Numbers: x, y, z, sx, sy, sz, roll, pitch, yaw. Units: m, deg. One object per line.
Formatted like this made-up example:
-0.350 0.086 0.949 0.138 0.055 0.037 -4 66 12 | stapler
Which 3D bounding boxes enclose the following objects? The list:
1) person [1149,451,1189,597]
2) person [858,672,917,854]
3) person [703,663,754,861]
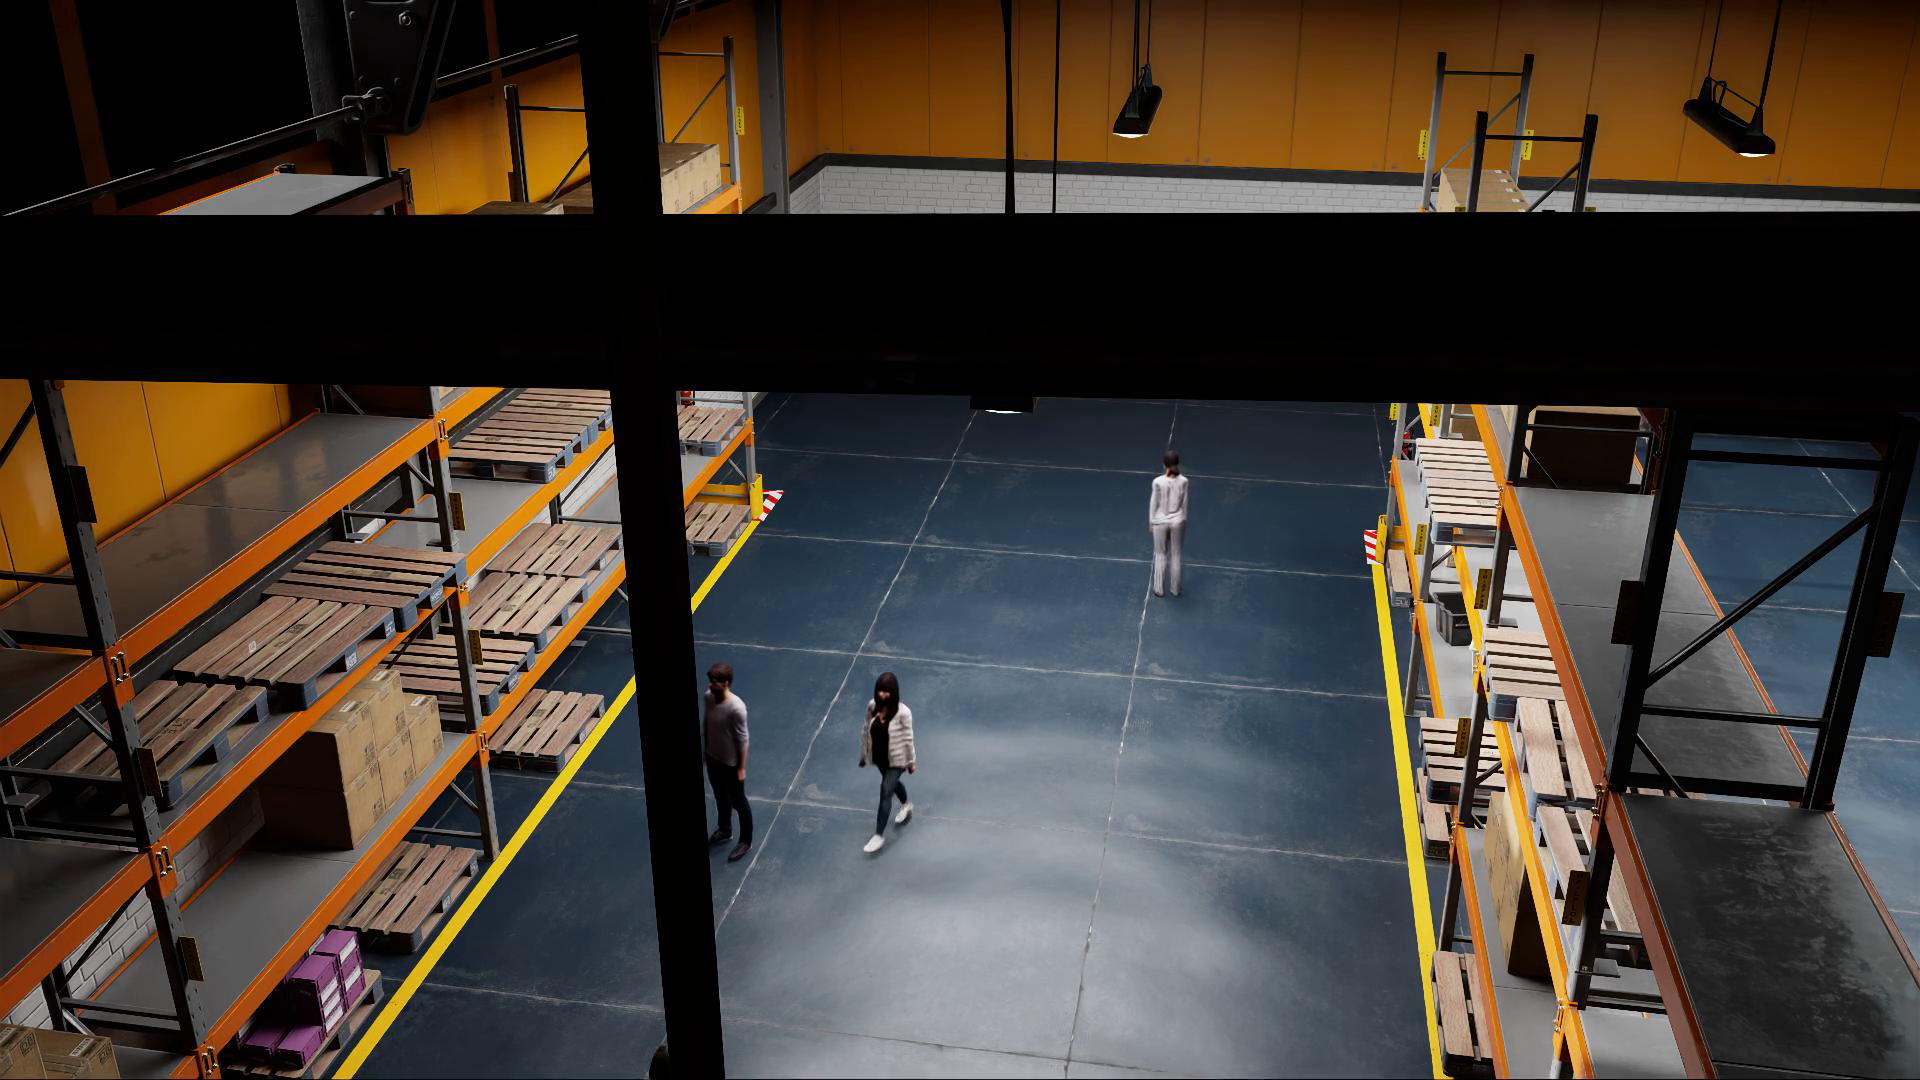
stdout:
2.416 -0.184 19.143 0.626 1.772 0.593 0 24 0 | person
-0.588 1.877 14.647 0.888 1.599 1.145 13 27 28 | person
-2.002 1.875 14.345 0.734 1.843 0.742 21 31 39 | person
